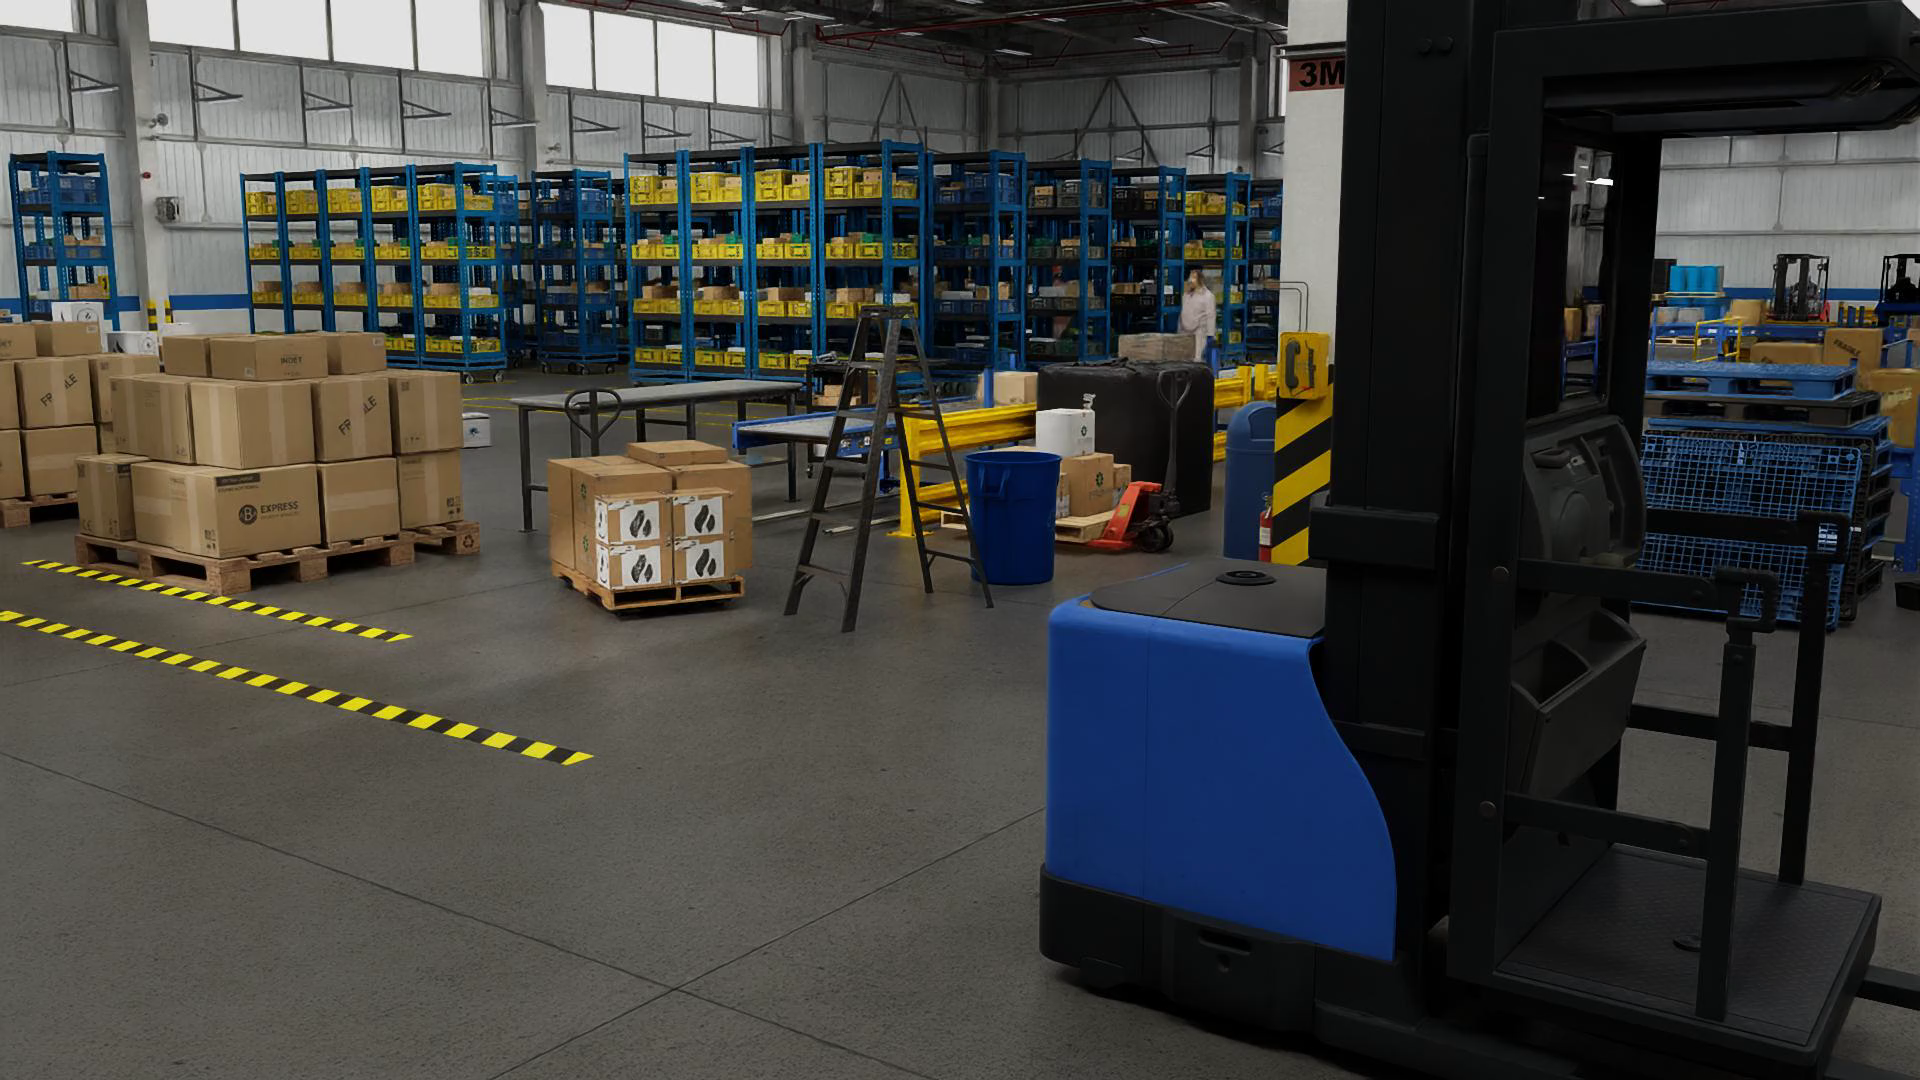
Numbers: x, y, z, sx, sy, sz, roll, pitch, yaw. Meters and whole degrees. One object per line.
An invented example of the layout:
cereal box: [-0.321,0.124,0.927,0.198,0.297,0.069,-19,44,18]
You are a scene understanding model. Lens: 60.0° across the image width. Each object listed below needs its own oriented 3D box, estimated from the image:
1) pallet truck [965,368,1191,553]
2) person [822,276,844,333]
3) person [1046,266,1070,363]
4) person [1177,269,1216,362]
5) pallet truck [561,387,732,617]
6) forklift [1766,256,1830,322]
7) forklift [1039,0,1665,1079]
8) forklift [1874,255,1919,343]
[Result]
pallet truck: [0.845,-0.609,11.869,1.630,1.274,0.653,7,12,35]
person: [-2.341,-4.149,31.461,0.836,1.797,0.654,9,13,42]
person: [1.649,-3.718,28.347,0.464,1.979,0.654,6,11,32]
person: [3.430,-2.997,24.314,0.444,1.896,0.639,-6,11,-32]
pallet truck: [-1.981,-0.274,10.088,0.680,1.201,1.601,-5,11,-28]
forklift: [20.253,-5.854,40.139,1.157,1.987,2.680,7,12,35]
forklift: [1.249,-0.137,4.360,1.873,2.768,1.129,7,12,35]
forklift: [22.089,-5.634,38.796,1.157,1.987,2.680,6,11,33]
